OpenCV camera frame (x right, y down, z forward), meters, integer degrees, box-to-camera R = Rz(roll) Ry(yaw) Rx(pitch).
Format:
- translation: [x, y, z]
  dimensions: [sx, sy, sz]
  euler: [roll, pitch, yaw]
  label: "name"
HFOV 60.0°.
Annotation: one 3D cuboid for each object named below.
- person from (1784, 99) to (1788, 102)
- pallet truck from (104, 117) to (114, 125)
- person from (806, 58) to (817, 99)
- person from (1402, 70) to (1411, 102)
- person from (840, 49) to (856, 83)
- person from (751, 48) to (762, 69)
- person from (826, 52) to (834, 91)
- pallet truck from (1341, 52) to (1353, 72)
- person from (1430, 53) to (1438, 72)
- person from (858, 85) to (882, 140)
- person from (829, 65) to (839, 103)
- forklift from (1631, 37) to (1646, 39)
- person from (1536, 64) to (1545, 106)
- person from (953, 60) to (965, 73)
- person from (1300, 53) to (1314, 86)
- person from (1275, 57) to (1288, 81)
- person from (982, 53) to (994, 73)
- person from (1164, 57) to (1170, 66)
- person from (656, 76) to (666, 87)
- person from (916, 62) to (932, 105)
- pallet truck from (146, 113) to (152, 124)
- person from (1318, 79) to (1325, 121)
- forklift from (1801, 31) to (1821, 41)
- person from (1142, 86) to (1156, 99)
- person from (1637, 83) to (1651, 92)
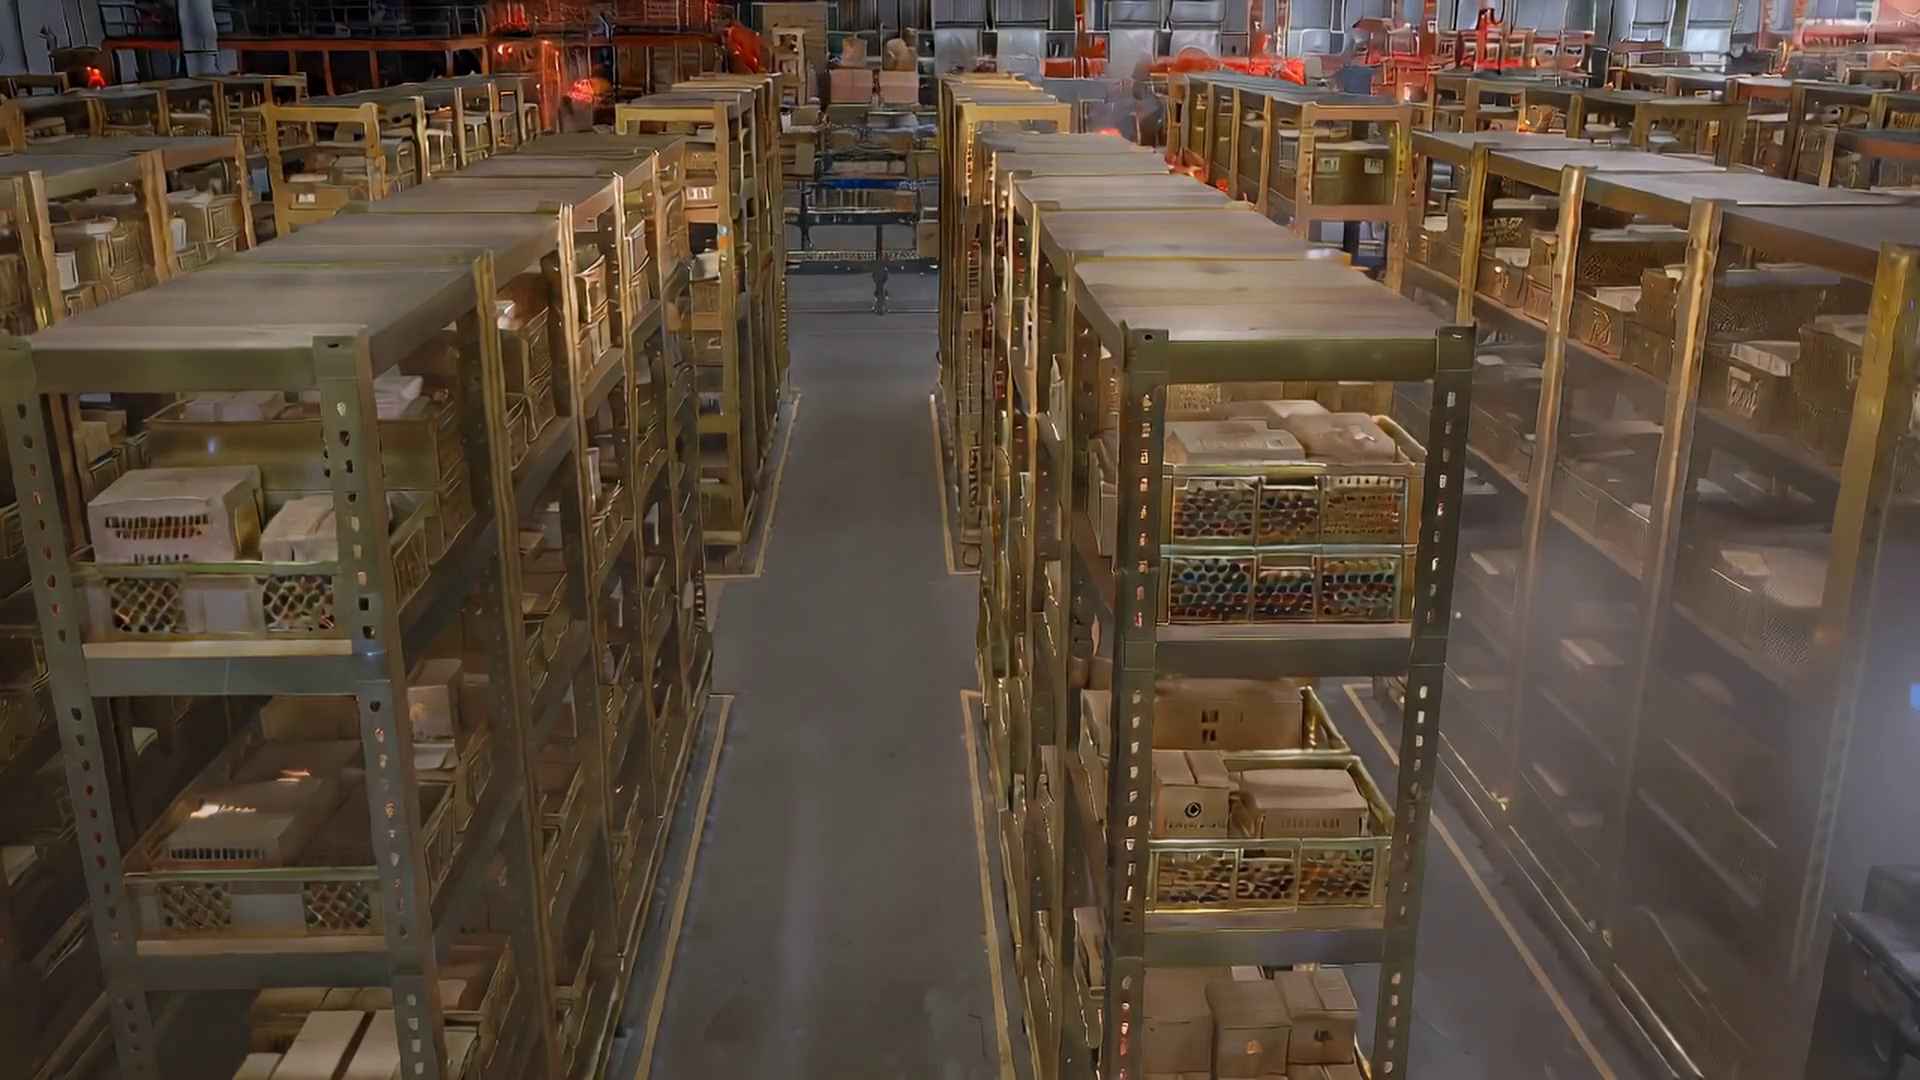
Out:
- translation: [23.954, -12.117, 48.690]
  dimensions: [0.556, 1.658, 0.808]
  euler: [-10, 21, -29]
  label: "person"
- translation: [-18.367, -7.885, 35.078]
  dimensions: [1.885, 1.965, 0.823]
  euler: [1, 18, 2]
  label: "pallet truck"
- translation: [-6.883, -21.342, 76.964]
  dimensions: [0.508, 1.847, 0.345]
  euler: [-5, 18, -14]
  label: "person"
- translation: [16.340, -16.215, 60.924]
  dimensions: [0.635, 1.953, 0.623]
  euler: [11, 21, 31]
  label: "person"
- translation: [-6.221, -26.433, 92.764]
  dimensions: [0.953, 1.832, 0.516]
  euler: [-11, 21, -31]
  label: "person"
- translation: [-11.206, -26.148, 91.742]
  dimensions: [0.584, 1.911, 0.392]
  euler: [-7, 19, -21]
  label: "person"
- translation: [-6.603, -23.847, 84.602]
  dimensions: [0.373, 1.914, 0.596]
  euler: [-12, 22, -33]
  label: "person"
- translation: [18.794, -23.123, 82.231]
  dimensions: [0.823, 1.965, 1.885]
  euler: [-13, 22, -35]
  label: "pallet truck"
- translation: [24.687, -24.512, 86.823]
  dimensions: [0.686, 1.816, 0.651]
  euler: [8, 20, 24]
  label: "person"
- translation: [-2.893, -13.643, 53.217]
  dimensions: [0.881, 1.790, 0.628]
  euler: [-4, 18, -13]
  label: "person"
- translation: [-5.016, -18.030, 66.581]
  dimensions: [0.423, 1.927, 0.563]
  euler: [6, 19, 19]
  label: "person"
- translation: [30.644, -21.550, 75.951]
  dimensions: [1.129, 2.768, 1.873]
  euler: [-4, 18, -12]
  label: "forklift"
- translation: [24.109, -18.859, 69.267]
  dimensions: [0.527, 1.857, 0.319]
  euler: [-10, 20, -28]
  label: "person"
- translation: [0.006, -20.255, 73.578]
  dimensions: [0.584, 1.858, 0.731]
  euler: [10, 20, 28]
  label: "person"
- translation: [17.841, -24.058, 85.358]
  dimensions: [0.960, 1.863, 0.649]
  euler: [-3, 18, -10]
  label: "person"
- translation: [14.179, -20.282, 73.371]
  dimensions: [0.546, 2.000, 0.695]
  euler: [8, 19, 23]
  label: "person"
- translation: [1.427, -23.556, 83.737]
  dimensions: [0.636, 1.892, 0.986]
  euler: [-8, 20, -24]
  label: "person"
- translation: [9.878, -22.089, 79.295]
  dimensions: [0.971, 1.846, 0.587]
  euler: [-4, 18, -11]
  label: "person"
- translation: [-9.962, -14.607, 55.985]
  dimensions: [1.053, 1.944, 0.628]
  euler: [1, 18, 4]
  label: "person"
- translation: [-1.574, -19.458, 71.084]
  dimensions: [1.012, 1.883, 0.563]
  euler: [-10, 20, -27]
  label: "person"
- translation: [-18.087, -8.309, 36.390]
  dimensions: [1.885, 1.965, 0.823]
  euler: [-1, 18, -4]
  label: "pallet truck"
- translation: [12.143, -14.598, 56.084]
  dimensions: [0.661, 1.851, 1.048]
  euler: [2, 18, 5]
  label: "person"
- translation: [45.917, -26.108, 90.055]
  dimensions: [1.129, 2.768, 1.873]
  euler: [-1, 18, -2]
  label: "forklift"
- translation: [6.286, -14.397, 55.847]
  dimensions: [0.523, 1.610, 0.645]
  euler: [13, 22, 35]
  label: "person"
- translation: [24.950, -16.015, 60.828]
  dimensions: [0.508, 1.629, 0.315]
  euler: [1, 18, 4]
  label: "person"
